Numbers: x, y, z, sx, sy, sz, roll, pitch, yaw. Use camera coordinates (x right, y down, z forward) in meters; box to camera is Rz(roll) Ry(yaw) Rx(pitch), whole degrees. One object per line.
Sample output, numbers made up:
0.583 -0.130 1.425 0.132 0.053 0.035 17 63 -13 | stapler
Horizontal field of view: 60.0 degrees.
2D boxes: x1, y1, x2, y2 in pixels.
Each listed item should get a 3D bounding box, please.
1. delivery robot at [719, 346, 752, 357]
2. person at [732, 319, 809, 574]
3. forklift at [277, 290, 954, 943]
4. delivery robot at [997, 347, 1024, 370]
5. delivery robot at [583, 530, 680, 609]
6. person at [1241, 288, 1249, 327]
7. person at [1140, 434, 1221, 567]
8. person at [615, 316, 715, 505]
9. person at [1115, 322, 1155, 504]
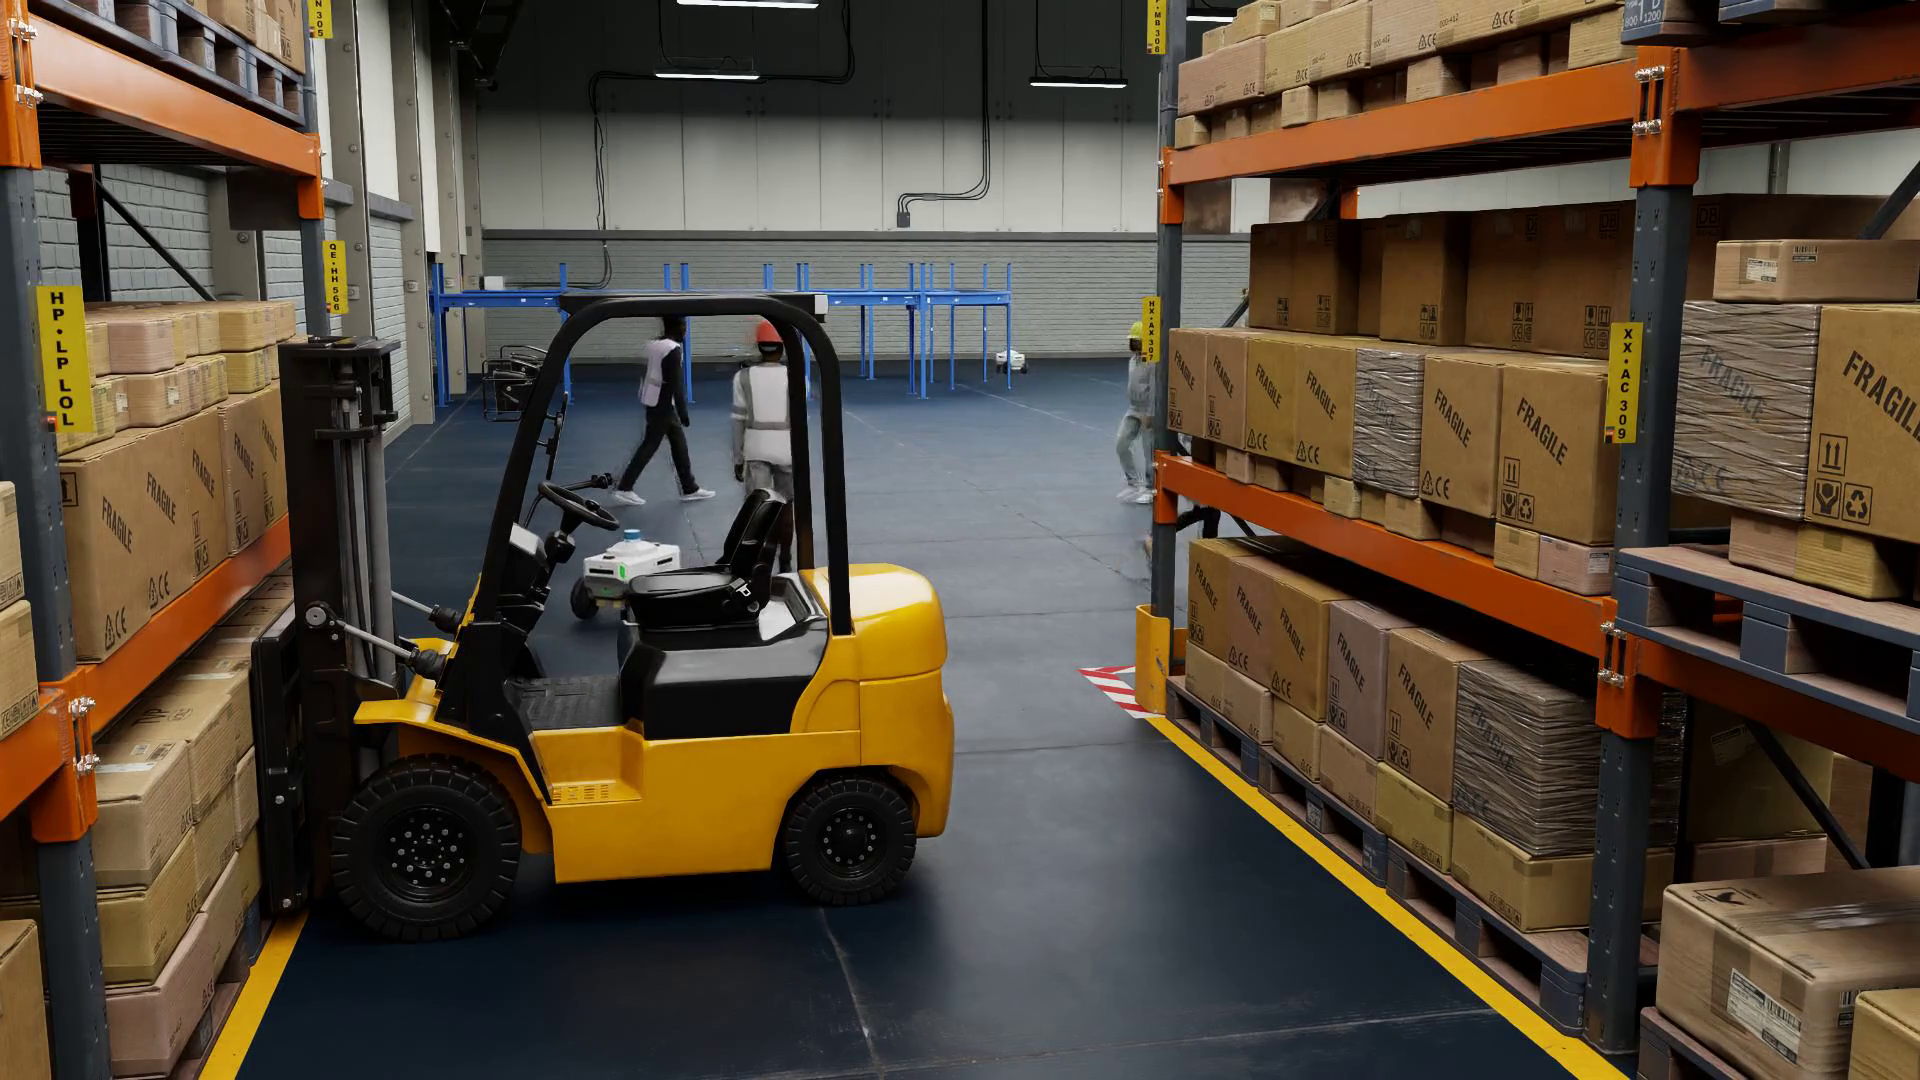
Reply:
-4.849 -4.072 35.942 0.698 0.223 0.335 1 9 3 | delivery robot
-1.333 -0.603 11.663 0.549 1.914 0.887 0 9 1 | person
-1.179 0.175 6.143 2.313 2.155 1.214 -2 10 -12 | forklift
1.079 -3.880 35.560 0.477 0.478 0.707 -5 11 -28 | delivery robot
-2.132 0.176 10.836 0.477 0.478 0.707 4 10 23 | delivery robot
5.736 -4.090 33.089 0.744 1.853 0.558 4 10 25 | person
1.655 -0.526 11.875 0.695 1.676 0.539 2 10 14 | person
-2.868 -1.281 15.914 0.992 1.870 0.583 -4 10 -22 | person
1.718 -1.208 15.858 0.471 1.730 0.495 -6 11 -34 | person
